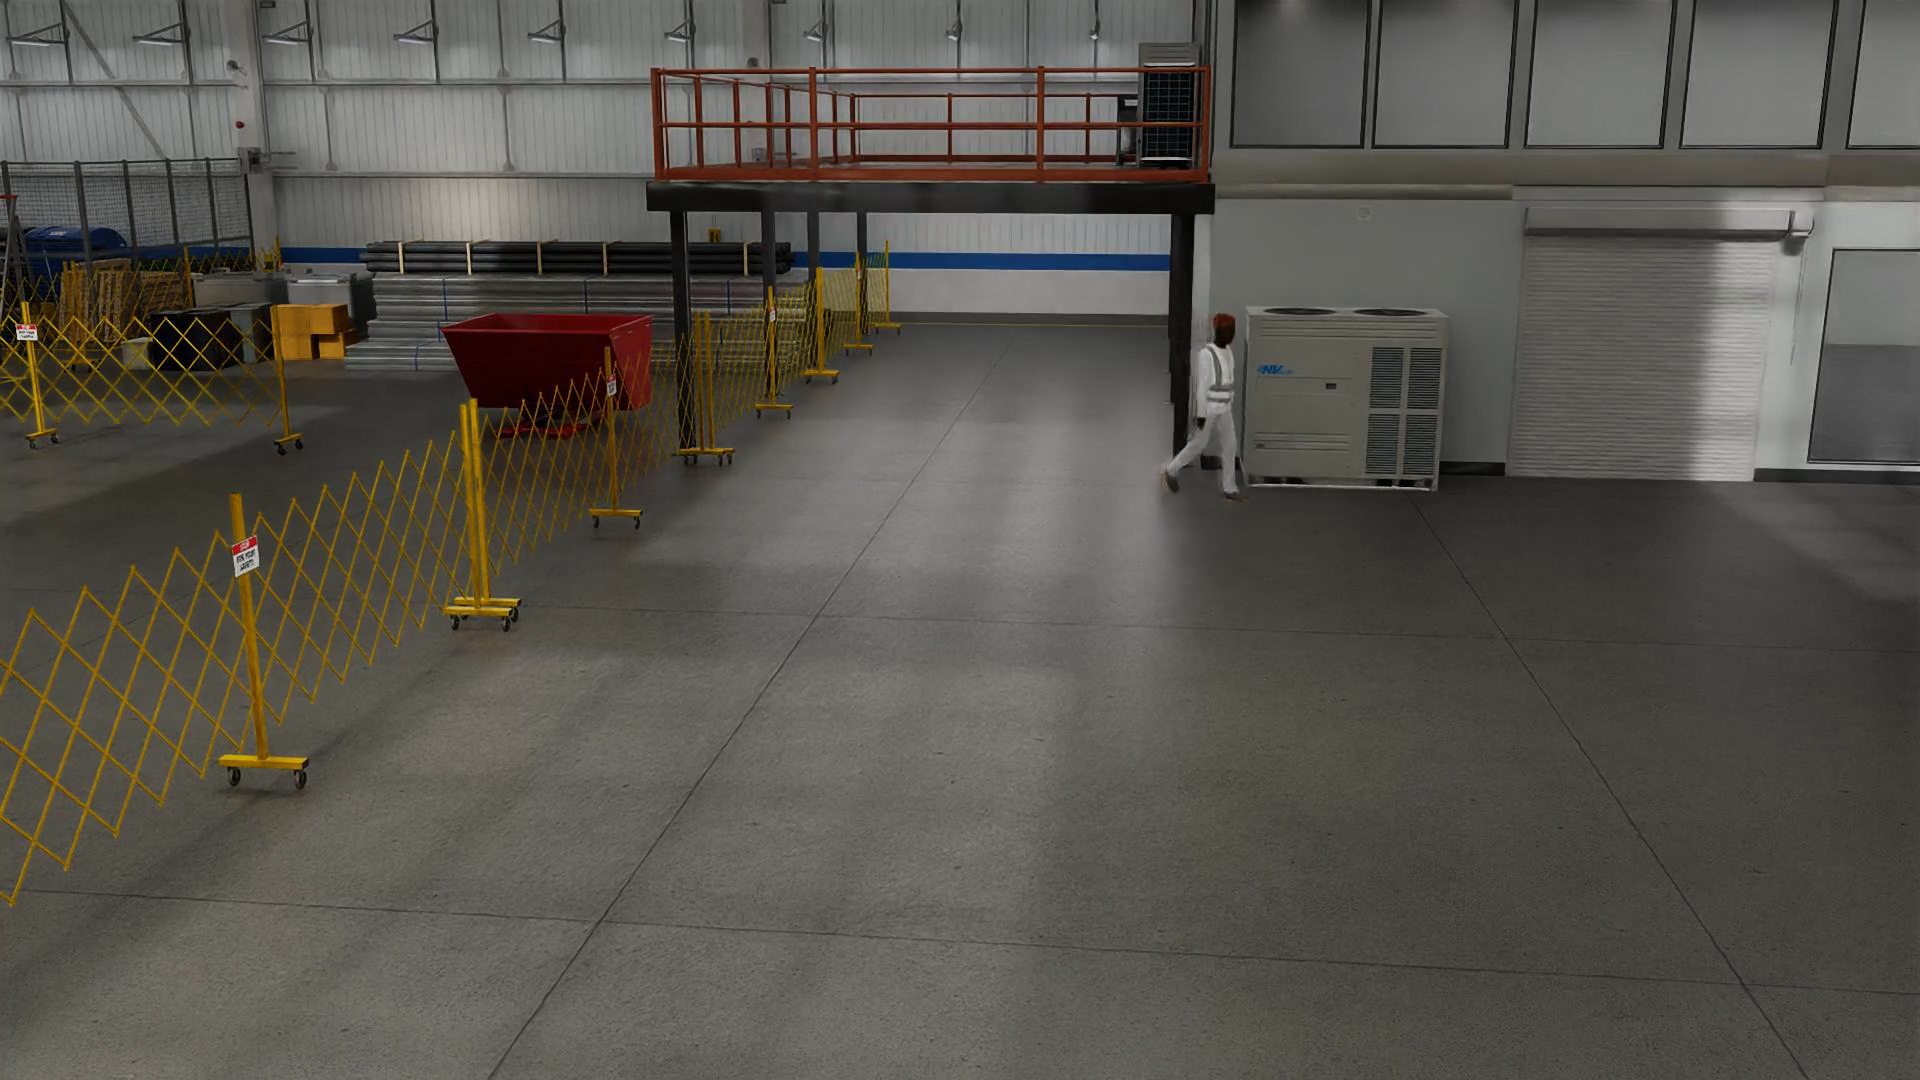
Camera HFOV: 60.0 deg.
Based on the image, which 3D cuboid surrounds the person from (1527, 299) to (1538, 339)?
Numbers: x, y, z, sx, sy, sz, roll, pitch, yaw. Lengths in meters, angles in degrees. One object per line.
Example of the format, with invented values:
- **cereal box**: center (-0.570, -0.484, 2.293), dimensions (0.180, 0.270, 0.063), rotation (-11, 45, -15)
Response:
- **person**: center (7.359, -2.491, 21.660), dimensions (0.847, 1.585, 0.504), rotation (-2, 14, -9)

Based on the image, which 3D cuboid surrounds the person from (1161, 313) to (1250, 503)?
- **person**: center (2.429, -1.309, 16.308), dimensions (0.926, 1.852, 0.585), rotation (11, 18, 38)
